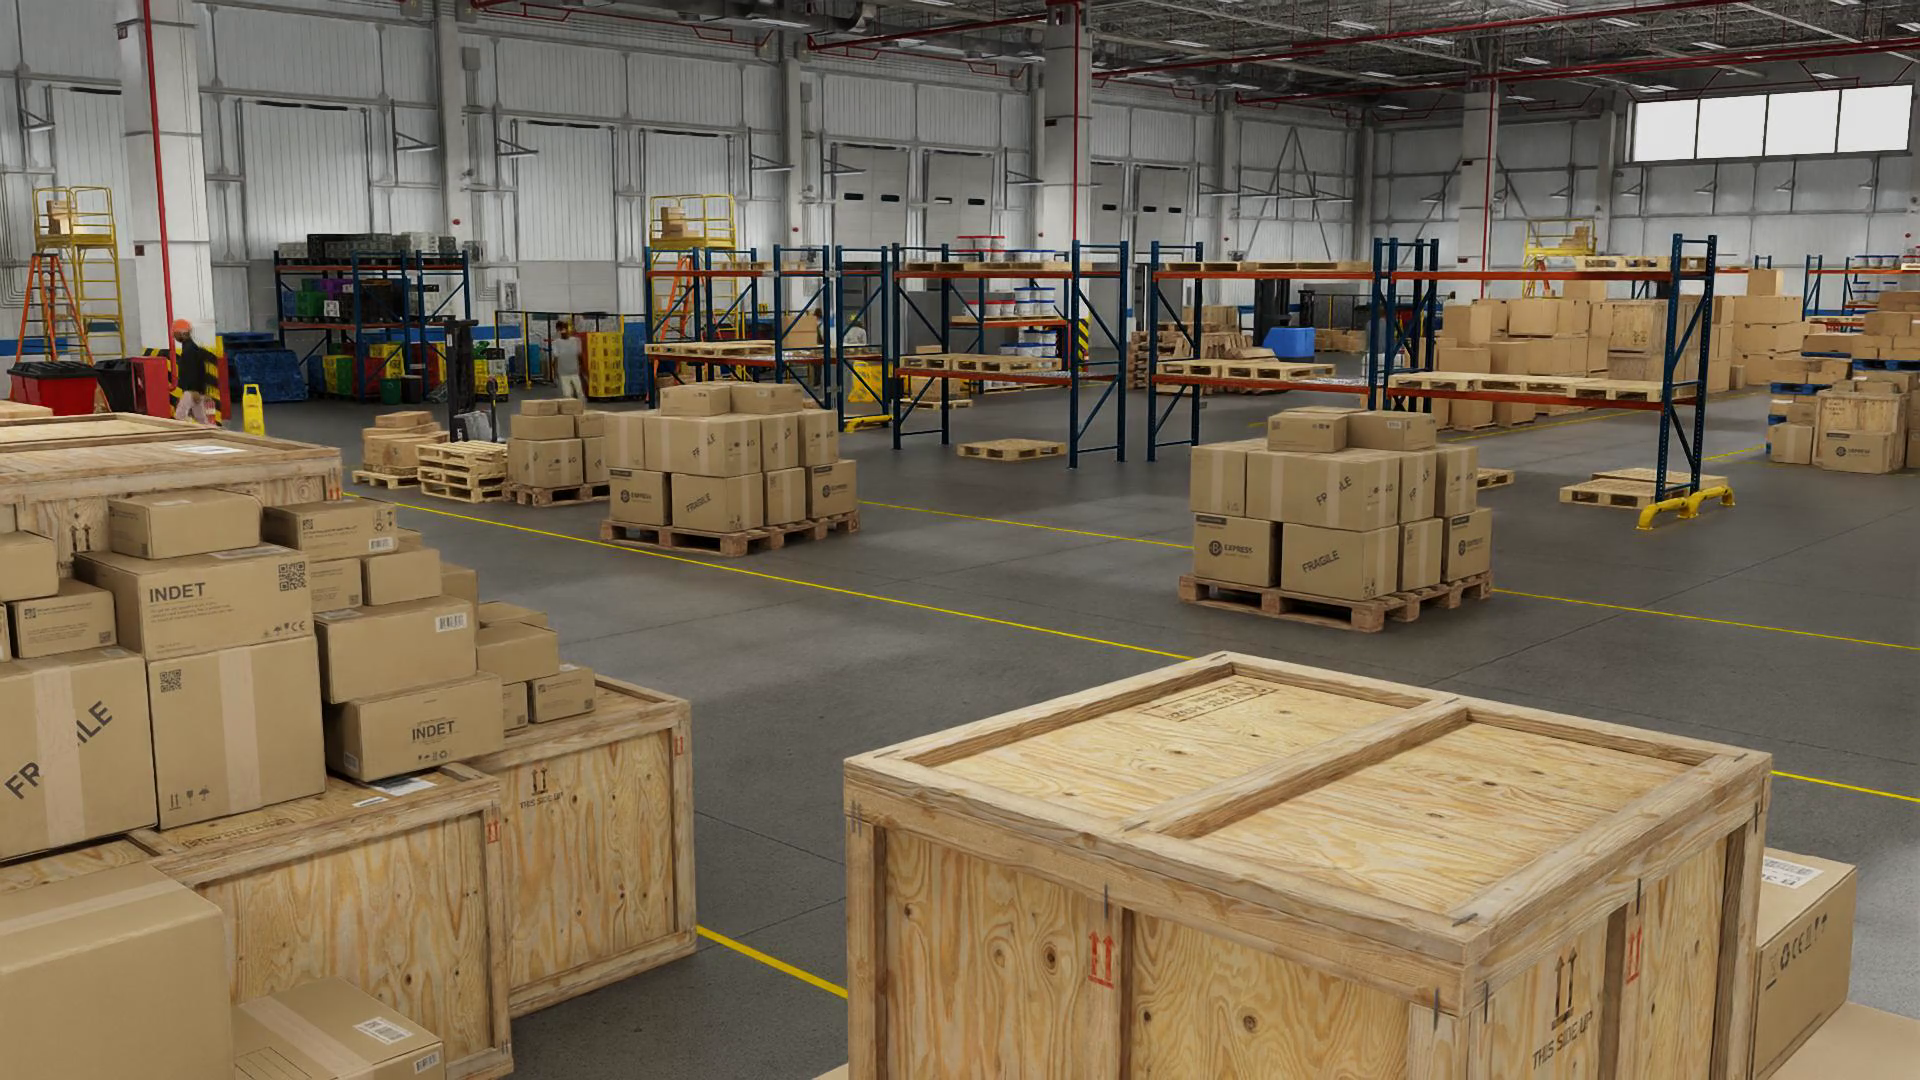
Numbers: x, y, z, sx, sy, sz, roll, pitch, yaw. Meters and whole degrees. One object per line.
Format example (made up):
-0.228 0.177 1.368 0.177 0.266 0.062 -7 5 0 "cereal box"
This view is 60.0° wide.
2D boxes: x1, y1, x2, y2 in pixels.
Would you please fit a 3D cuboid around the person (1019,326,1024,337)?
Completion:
1.690 -6.238 49.662 0.533 1.617 0.647 6 11 32 "person"

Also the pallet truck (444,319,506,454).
-6.981 -1.942 22.150 1.885 1.965 0.823 1 9 9 "pallet truck"

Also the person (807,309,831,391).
-3.095 -4.169 36.463 0.508 1.797 0.999 2 9 12 "person"

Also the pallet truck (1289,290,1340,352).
11.297 -6.951 52.861 1.885 1.965 0.823 -5 11 -29 "pallet truck"

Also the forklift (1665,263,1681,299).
19.295 -6.117 45.048 1.873 2.768 1.129 3 10 16 "forklift"

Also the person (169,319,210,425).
-10.761 -2.082 23.088 0.729 1.962 0.666 -3 10 -20 "person"

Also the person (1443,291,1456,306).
16.032 -7.138 54.193 0.631 1.940 0.372 9 13 42 "person"

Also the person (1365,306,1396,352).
8.612 -3.852 34.110 0.639 1.918 0.625 4 10 24 "person"

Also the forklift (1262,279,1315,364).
8.555 -6.090 44.881 1.873 2.768 1.129 9 13 43 "forklift"

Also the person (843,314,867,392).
-2.250 -3.953 35.389 0.508 1.700 0.823 1 9 5 "person"

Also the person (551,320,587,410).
-6.422 -2.709 27.369 0.585 1.826 0.429 -5 10 -26 "person"

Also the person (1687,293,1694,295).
23.286 -6.992 53.457 0.949 1.892 0.574 3 10 17 "person"
